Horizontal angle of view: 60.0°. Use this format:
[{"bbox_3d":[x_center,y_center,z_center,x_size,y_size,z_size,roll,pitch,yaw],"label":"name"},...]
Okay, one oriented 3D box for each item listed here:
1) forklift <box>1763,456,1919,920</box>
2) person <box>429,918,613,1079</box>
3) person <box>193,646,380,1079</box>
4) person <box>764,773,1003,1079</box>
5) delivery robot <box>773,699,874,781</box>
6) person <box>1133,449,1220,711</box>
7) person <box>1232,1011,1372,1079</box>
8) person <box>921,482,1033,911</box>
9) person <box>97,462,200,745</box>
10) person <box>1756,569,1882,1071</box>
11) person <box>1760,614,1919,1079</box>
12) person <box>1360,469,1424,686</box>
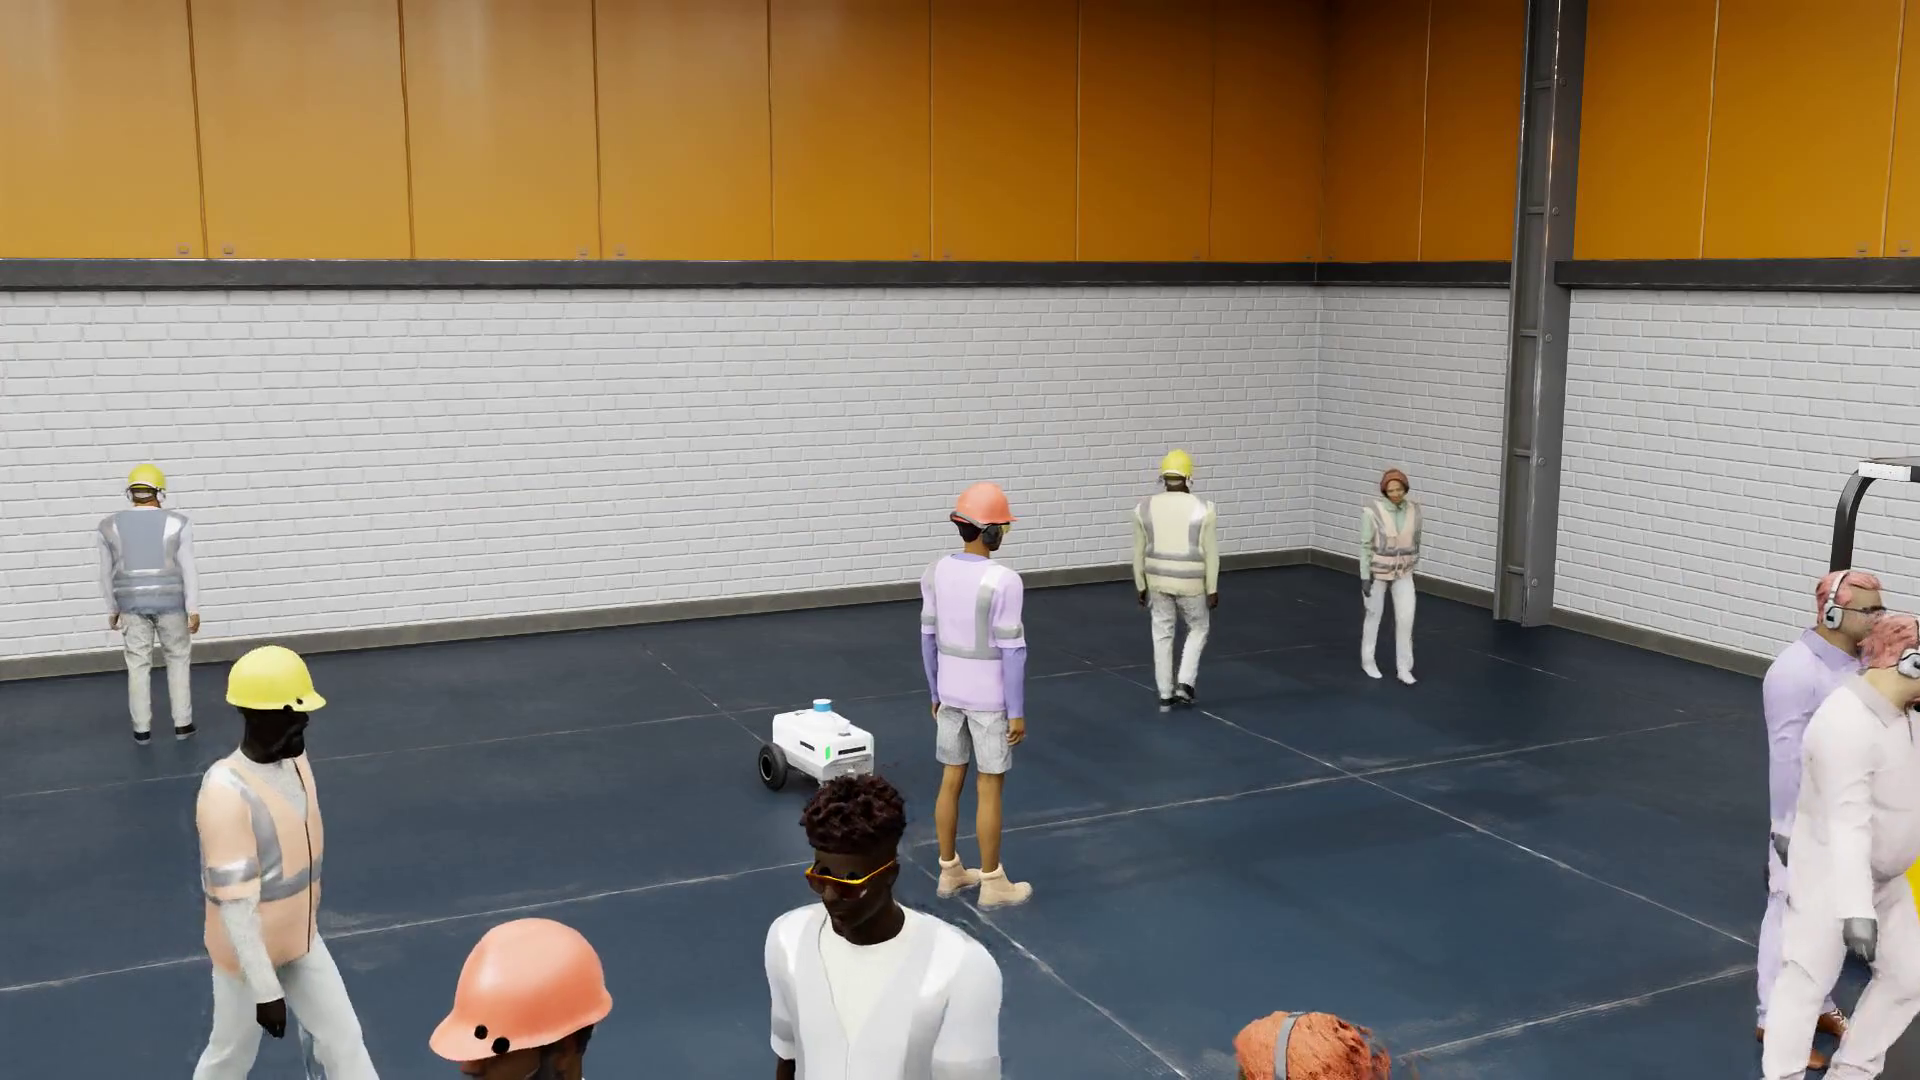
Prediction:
[{"bbox_3d":[4.857,0.731,7.561,2.313,2.155,1.214,-4,10,-25],"label":"forklift"},{"bbox_3d":[-0.730,1.598,2.976,0.358,1.938,0.542,-8,12,-40],"label":"person"},{"bbox_3d":[-2.085,1.260,5.237,0.980,1.872,0.618,1,9,5],"label":"person"},{"bbox_3d":[-0.217,1.480,3.692,0.632,1.929,0.848,4,10,22],"label":"person"},{"bbox_3d":[-0.795,1.167,9.637,0.477,0.478,0.707,-6,11,-33],"label":"delivery robot"},{"bbox_3d":[1.491,0.287,11.457,0.617,1.821,0.425,4,10,21],"label":"person"},{"bbox_3d":[0.672,1.690,2.647,0.716,1.864,0.629,6,11,33],"label":"person"},{"bbox_3d":[0.089,0.739,7.975,0.609,2.043,0.397,9,12,43],"label":"person"},{"bbox_3d":[-5.216,0.406,10.752,0.599,1.823,0.405,-2,9,-14],"label":"person"},{"bbox_3d":[3.365,1.057,6.430,0.639,1.908,0.409,-6,11,-35],"label":"person"},{"bbox_3d":[3.095,1.186,5.709,0.755,1.878,0.564,-7,12,-38],"label":"person"},{"bbox_3d":[3.158,0.272,12.215,0.533,1.605,0.720,-2,9,-10],"label":"person"}]
